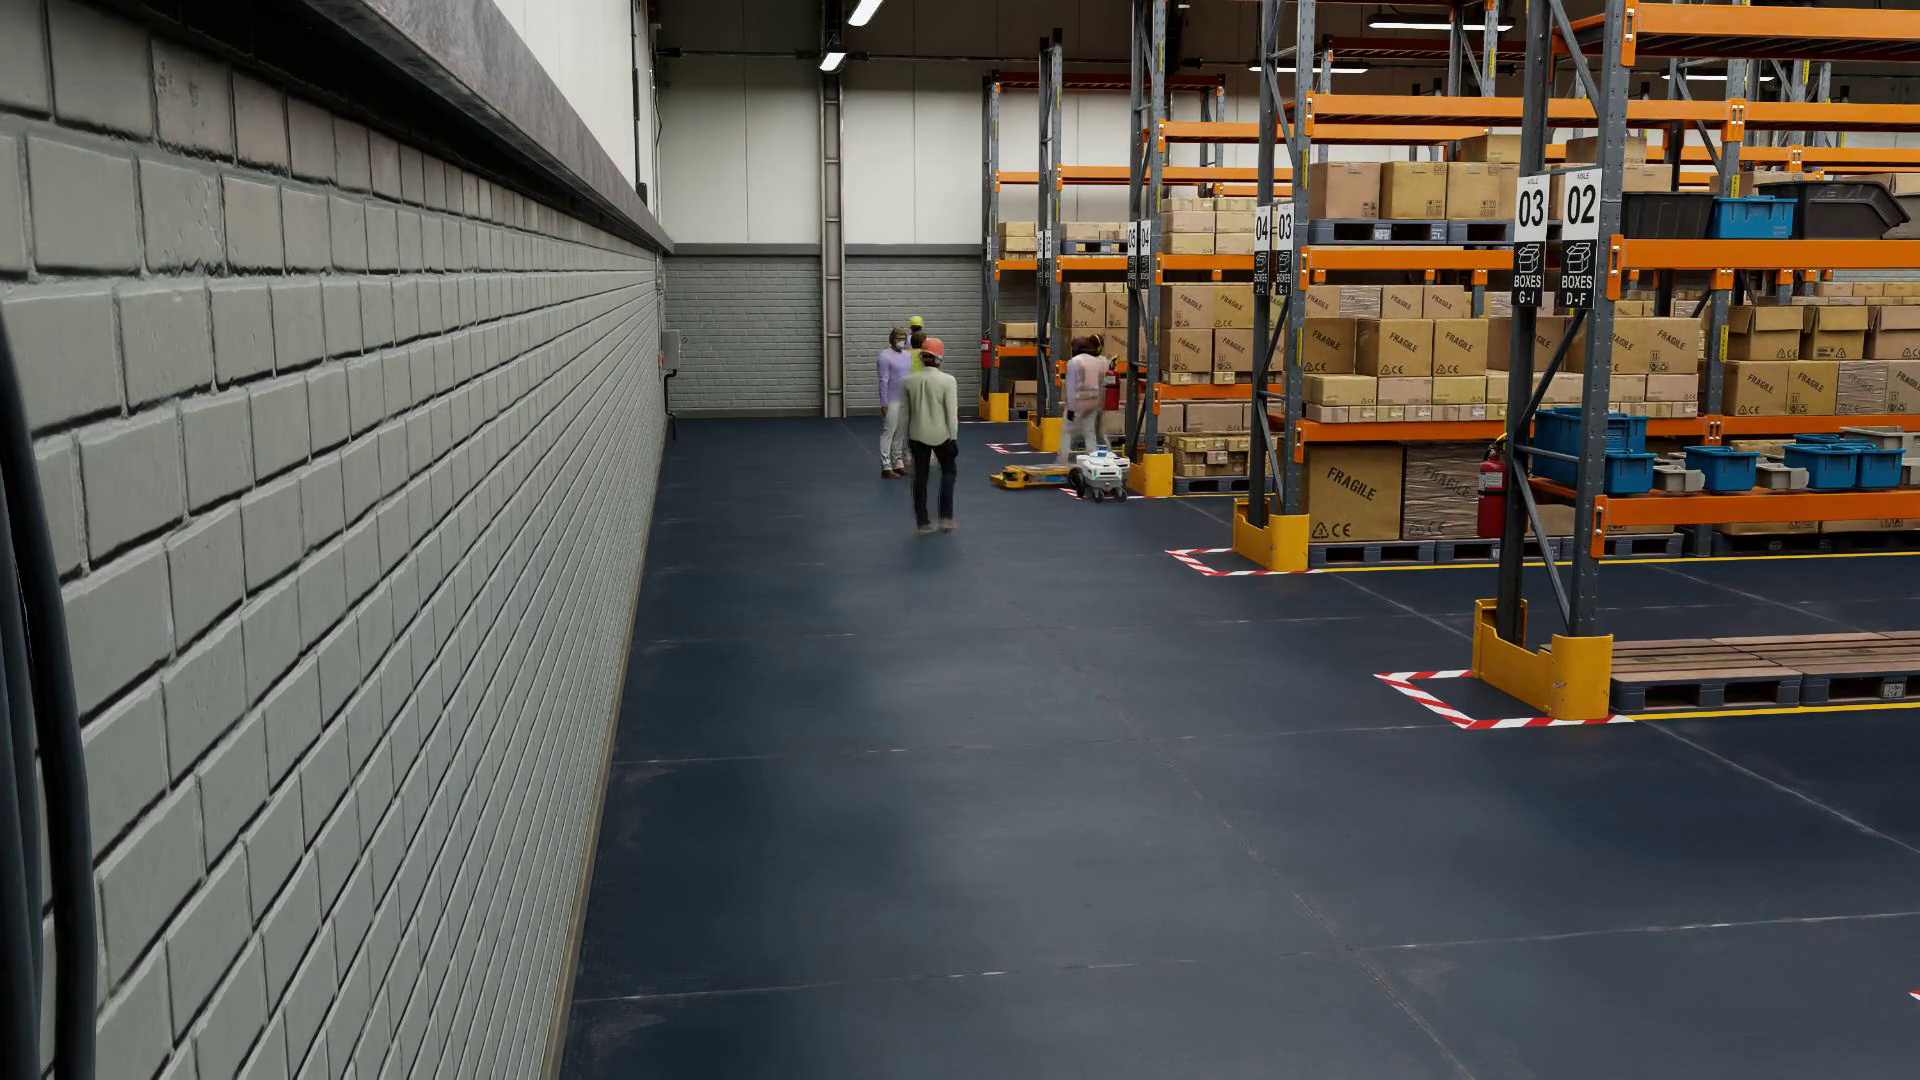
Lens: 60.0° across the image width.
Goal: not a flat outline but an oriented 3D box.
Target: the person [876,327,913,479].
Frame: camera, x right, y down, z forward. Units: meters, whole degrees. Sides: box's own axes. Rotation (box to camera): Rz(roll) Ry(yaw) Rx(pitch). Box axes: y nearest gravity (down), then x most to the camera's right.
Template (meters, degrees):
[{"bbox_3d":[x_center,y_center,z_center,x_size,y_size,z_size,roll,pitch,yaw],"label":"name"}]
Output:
[{"bbox_3d":[-0.815,-1.760,21.325,0.377,1.937,0.629,7,11,35],"label":"person"}]

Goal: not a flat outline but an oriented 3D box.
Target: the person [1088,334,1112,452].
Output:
[{"bbox_3d":[1.825,-1.783,21.818,0.530,1.828,0.609,3,10,17],"label":"person"}]

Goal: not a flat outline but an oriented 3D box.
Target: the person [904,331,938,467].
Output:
[{"bbox_3d":[-0.559,-1.909,22.537,0.625,1.844,0.429,2,10,14],"label":"person"}]

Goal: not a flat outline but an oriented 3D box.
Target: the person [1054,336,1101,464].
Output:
[{"bbox_3d":[1.471,-1.705,21.375,0.640,1.809,0.816,-9,13,-43],"label":"person"}]

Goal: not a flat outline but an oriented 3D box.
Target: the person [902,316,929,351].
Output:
[{"bbox_3d":[-0.710,-2.753,27.585,0.612,1.884,0.925,1,9,8],"label":"person"}]

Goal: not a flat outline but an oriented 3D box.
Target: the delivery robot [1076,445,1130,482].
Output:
[{"bbox_3d":[1.717,-0.894,19.941,0.477,0.478,0.707,-6,11,-34],"label":"delivery robot"}]

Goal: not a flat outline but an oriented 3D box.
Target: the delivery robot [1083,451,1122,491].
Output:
[{"bbox_3d":[1.643,-0.782,19.251,0.477,0.478,0.707,-1,9,-6],"label":"delivery robot"}]

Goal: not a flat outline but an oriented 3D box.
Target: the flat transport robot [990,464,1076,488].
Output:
[{"bbox_3d":[1.143,-0.807,20.570,1.431,0.197,0.652,-3,10,-17],"label":"flat transport robot"}]

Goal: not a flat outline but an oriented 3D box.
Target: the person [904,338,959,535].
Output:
[{"bbox_3d":[-0.246,-1.055,16.847,0.653,1.970,0.703,4,10,26],"label":"person"}]
